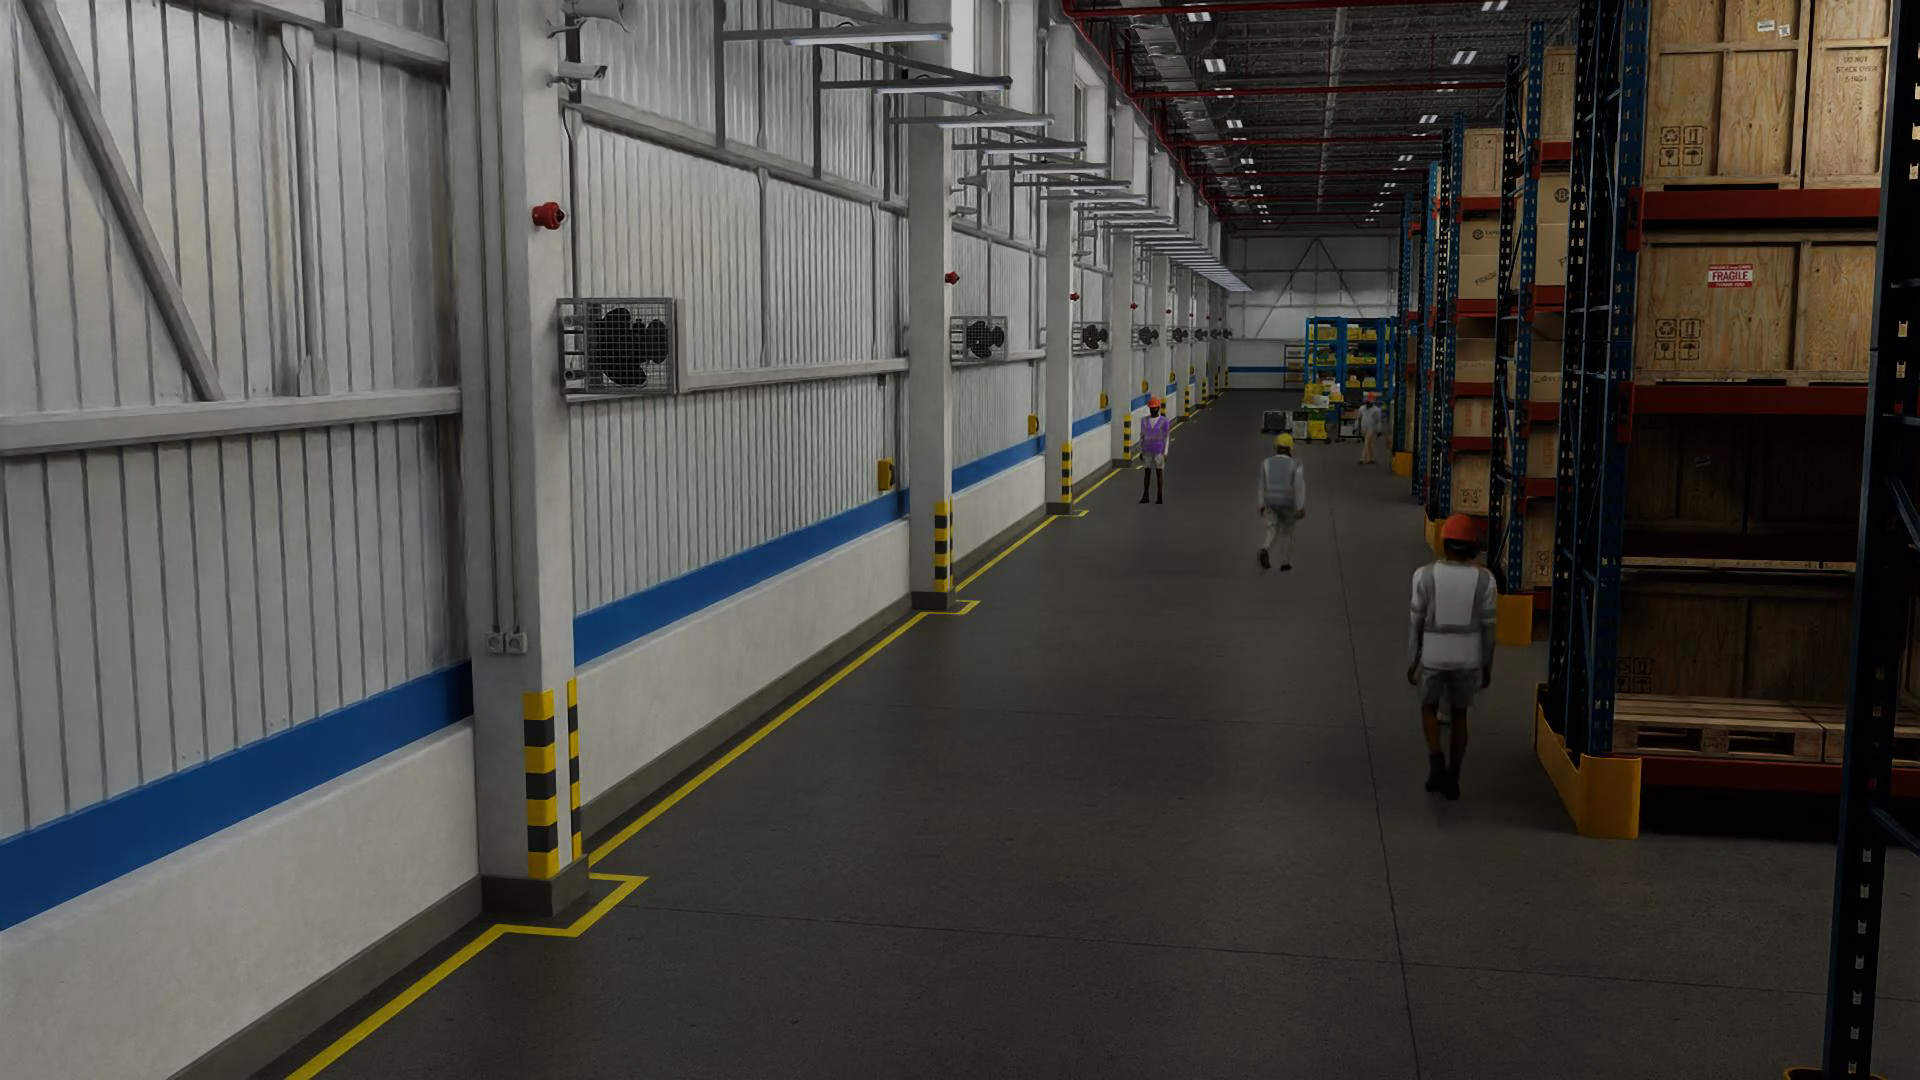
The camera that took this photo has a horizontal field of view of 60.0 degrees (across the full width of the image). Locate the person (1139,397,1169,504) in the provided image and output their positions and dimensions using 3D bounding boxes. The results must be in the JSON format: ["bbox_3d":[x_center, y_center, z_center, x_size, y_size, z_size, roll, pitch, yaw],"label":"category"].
[{"bbox_3d":[3.501,-1.614,30.051,0.543,1.939,0.361,3,8,21],"label":"person"}]

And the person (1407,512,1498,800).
[{"bbox_3d":[3.255,0.773,11.006,0.562,1.918,0.427,2,7,12],"label":"person"}]

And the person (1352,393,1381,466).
[{"bbox_3d":[9.512,-2.574,38.740,0.924,1.685,0.577,-6,9,-40],"label":"person"}]

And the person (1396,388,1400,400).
[{"bbox_3d":[12.452,-3.599,46.765,0.345,1.735,0.485,-6,9,-38],"label":"person"}]

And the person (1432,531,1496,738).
[{"bbox_3d":[3.858,0.707,12.755,0.554,1.606,0.615,7,10,43],"label":"person"}]

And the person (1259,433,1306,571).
[{"bbox_3d":[4.137,-0.476,21.469,0.610,1.814,0.565,5,9,34],"label":"person"}]
